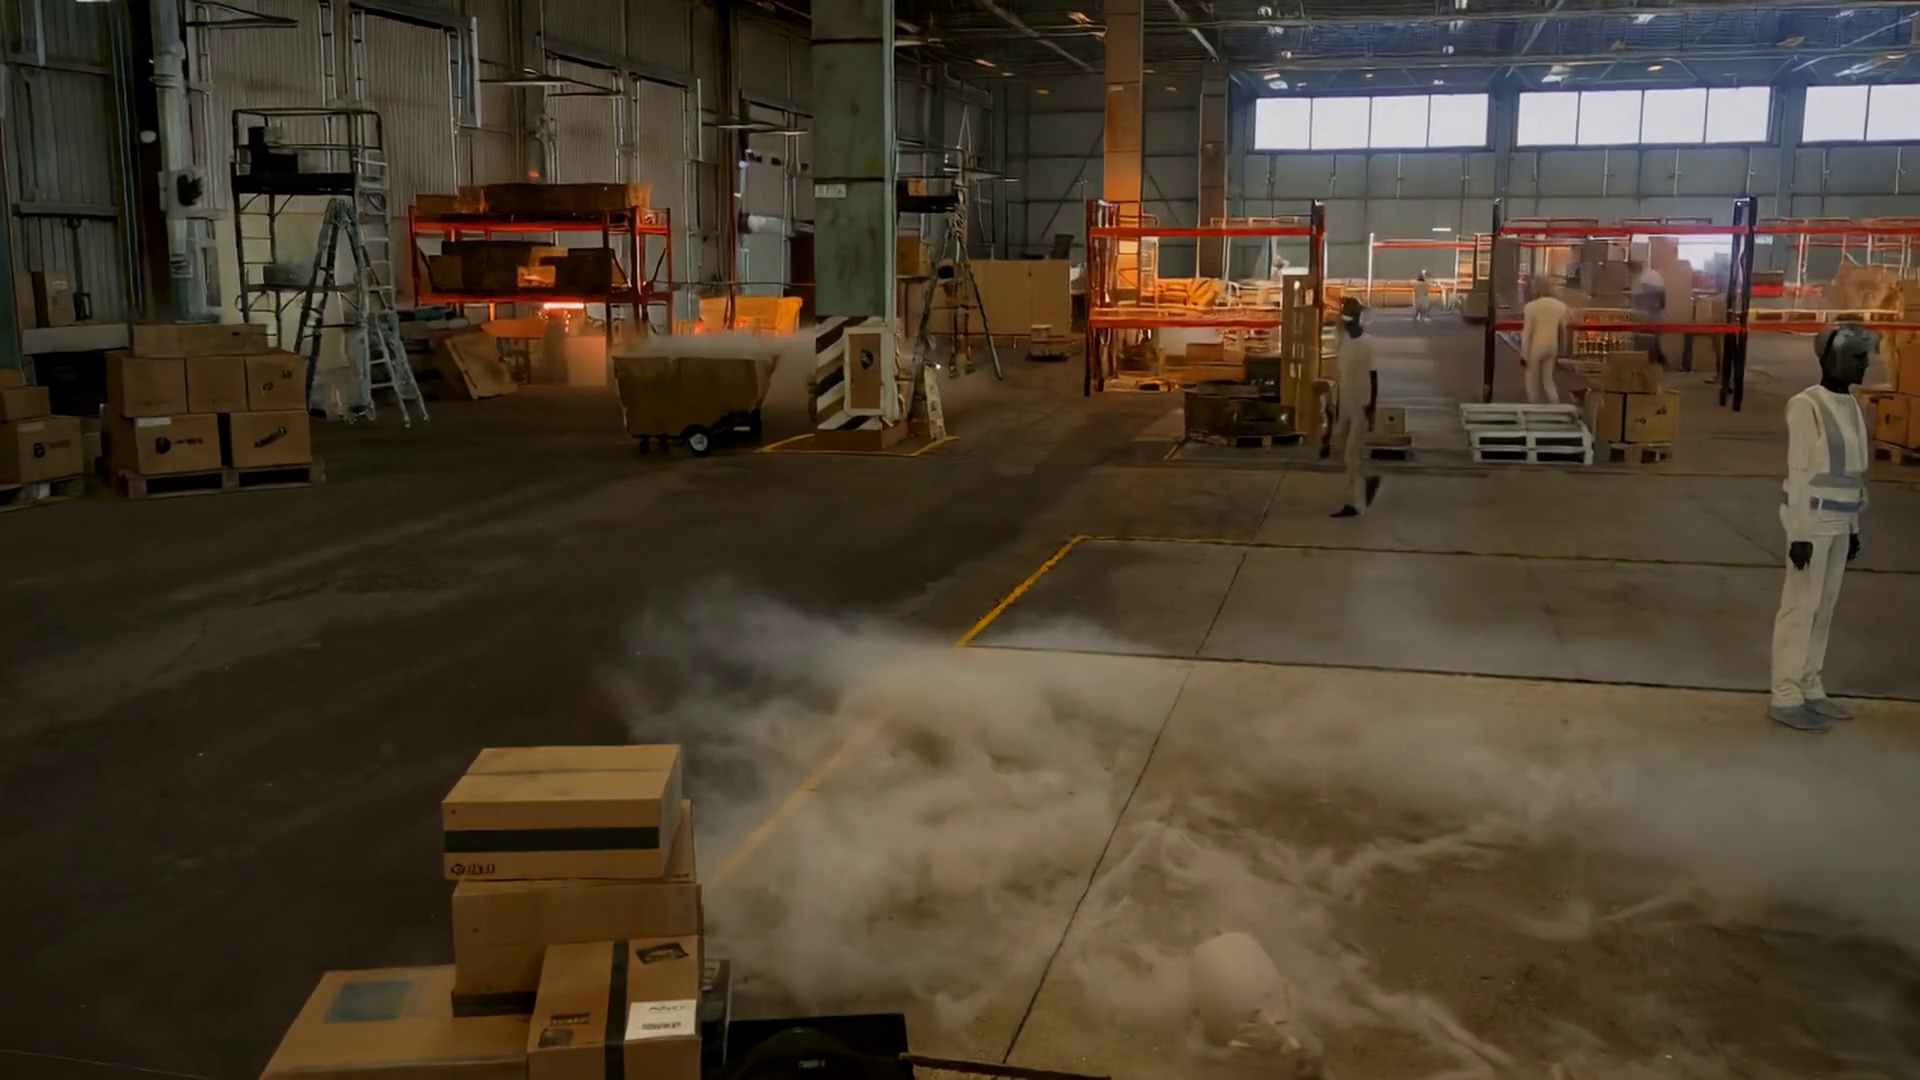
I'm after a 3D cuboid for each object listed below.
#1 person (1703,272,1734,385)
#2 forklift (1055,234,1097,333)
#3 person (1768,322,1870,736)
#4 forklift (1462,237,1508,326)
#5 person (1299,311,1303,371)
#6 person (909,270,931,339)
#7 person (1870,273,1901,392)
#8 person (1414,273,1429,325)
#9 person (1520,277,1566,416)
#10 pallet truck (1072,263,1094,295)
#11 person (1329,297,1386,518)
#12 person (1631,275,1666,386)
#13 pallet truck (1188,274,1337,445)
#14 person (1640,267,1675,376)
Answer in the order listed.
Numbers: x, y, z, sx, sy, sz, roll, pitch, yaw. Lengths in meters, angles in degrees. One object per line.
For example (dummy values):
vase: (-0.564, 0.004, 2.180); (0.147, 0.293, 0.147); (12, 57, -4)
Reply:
person: (13.090, -3.635, 28.620); (0.368, 1.932, 0.623); (0, 10, -3)
forklift: (2.951, -7.337, 47.606); (1.873, 2.768, 1.129); (2, 10, 14)
person: (3.977, -0.055, 7.660); (0.578, 1.883, 0.353); (-9, 13, -41)
forklift: (16.902, -8.131, 52.281); (1.873, 2.768, 1.129); (1, 10, 7)
person: (6.679, -4.094, 31.880); (0.320, 1.736, 0.487); (7, 12, 34)
person: (-0.943, -5.413, 39.109); (0.568, 1.911, 0.483); (4, 10, 23)
person: (15.128, -3.384, 27.145); (0.378, 1.931, 0.624); (6, 11, 31)
person: (14.991, -7.833, 54.035); (0.530, 1.689, 0.322); (-2, 10, -14)
person: (7.602, -2.455, 21.685); (0.642, 1.919, 0.568); (-3, 10, -15)
pallet truck: (4.325, -8.180, 55.162); (0.823, 1.965, 1.885); (6, 11, 31)
person: (3.379, -1.111, 13.992); (0.601, 1.855, 0.521); (-5, 11, -29)
person: (11.504, -3.506, 27.995); (0.964, 1.886, 0.598); (-4, 11, -24)
pallet truck: (3.653, -2.138, 19.590); (1.885, 1.965, 0.823); (-4, 10, -20)
person: (12.445, -3.891, 29.780); (0.735, 2.000, 0.689); (2, 10, 9)
